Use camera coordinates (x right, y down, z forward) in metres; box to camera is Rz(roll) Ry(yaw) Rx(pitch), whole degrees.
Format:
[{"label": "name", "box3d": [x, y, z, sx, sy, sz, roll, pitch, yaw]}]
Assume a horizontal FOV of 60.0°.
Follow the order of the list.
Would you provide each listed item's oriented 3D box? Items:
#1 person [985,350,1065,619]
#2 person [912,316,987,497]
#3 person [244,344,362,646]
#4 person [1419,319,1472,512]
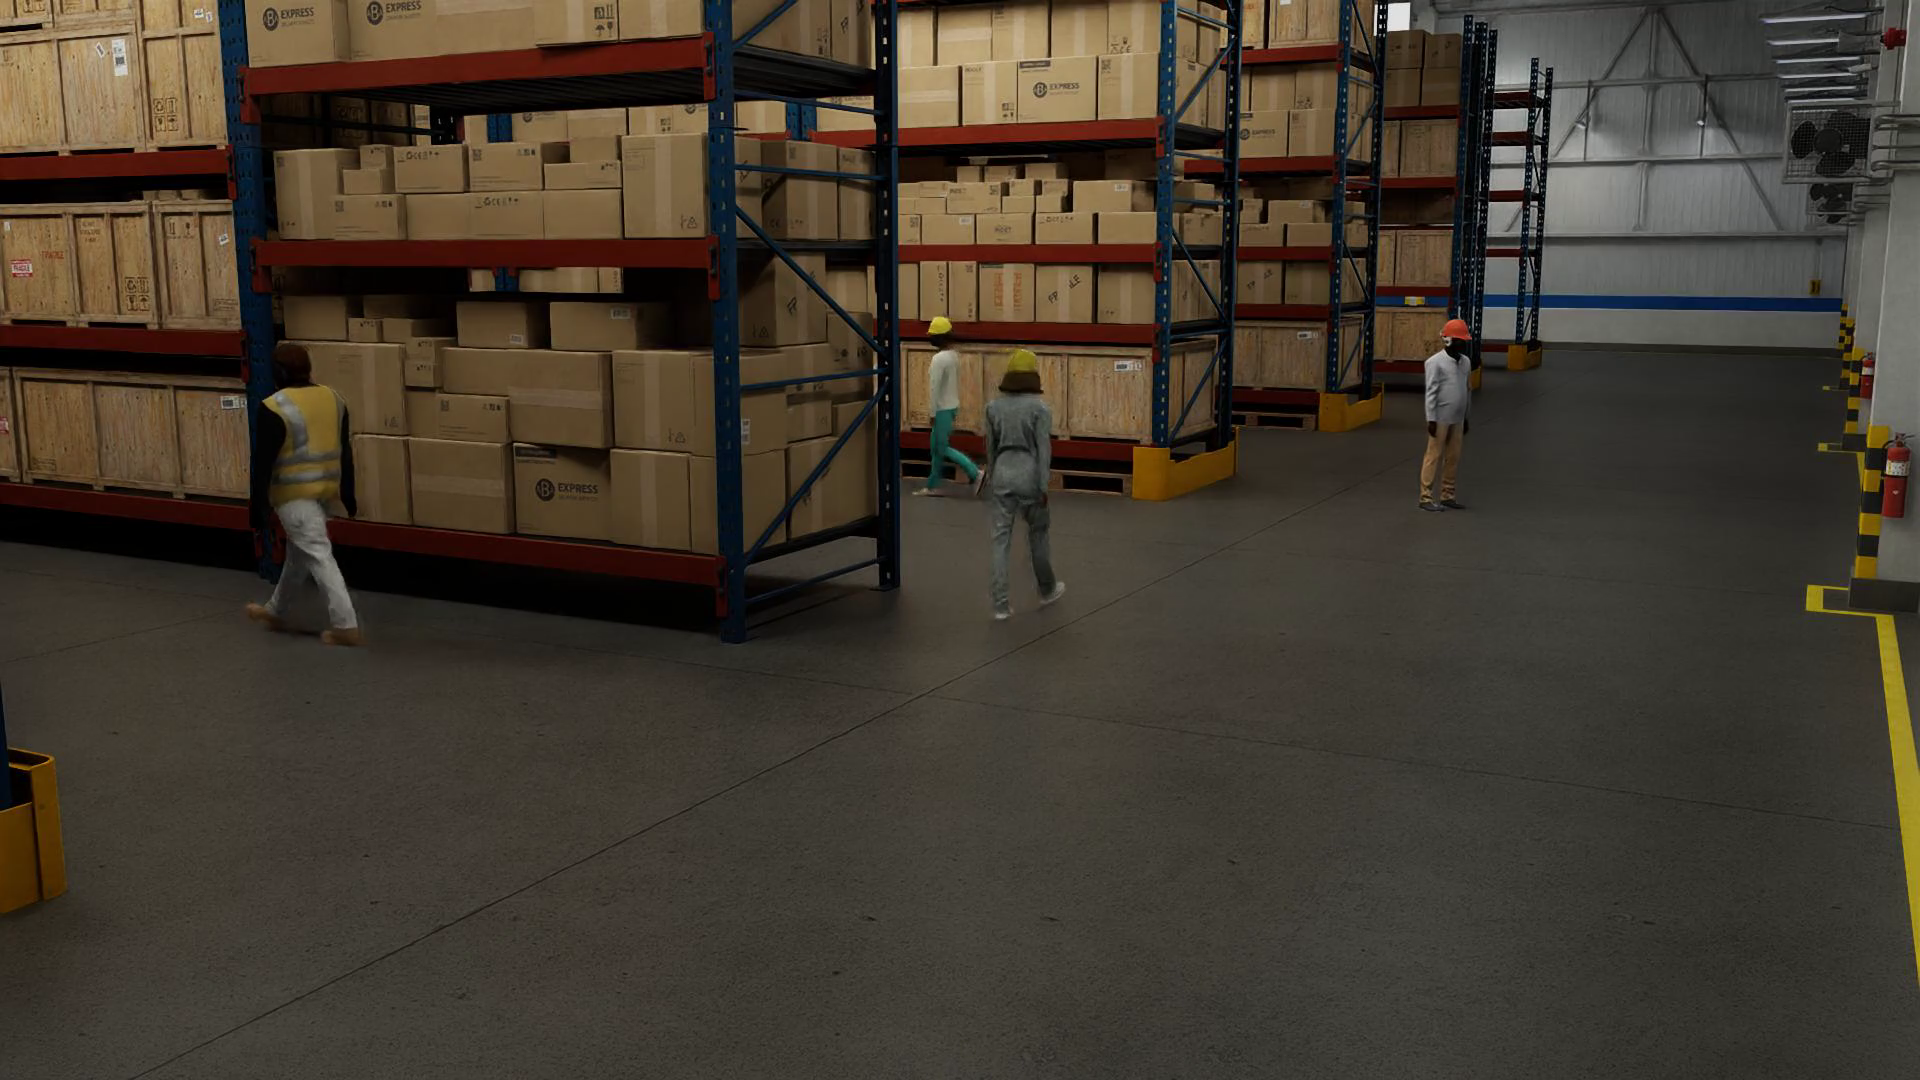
[{"label": "person", "box3d": [0.415, -0.375, 10.785, 0.502, 1.702, 0.860, 5, 11, 25]}, {"label": "person", "box3d": [-0.100, -1.243, 15.740, 0.728, 1.742, 0.530, 3, 10, 19]}, {"label": "person", "box3d": [-3.984, -0.270, 9.945, 0.979, 1.790, 0.651, 4, 10, 21]}, {"label": "person", "box3d": [4.429, -1.122, 15.039, 0.565, 1.742, 0.352, -6, 12, -32]}]
